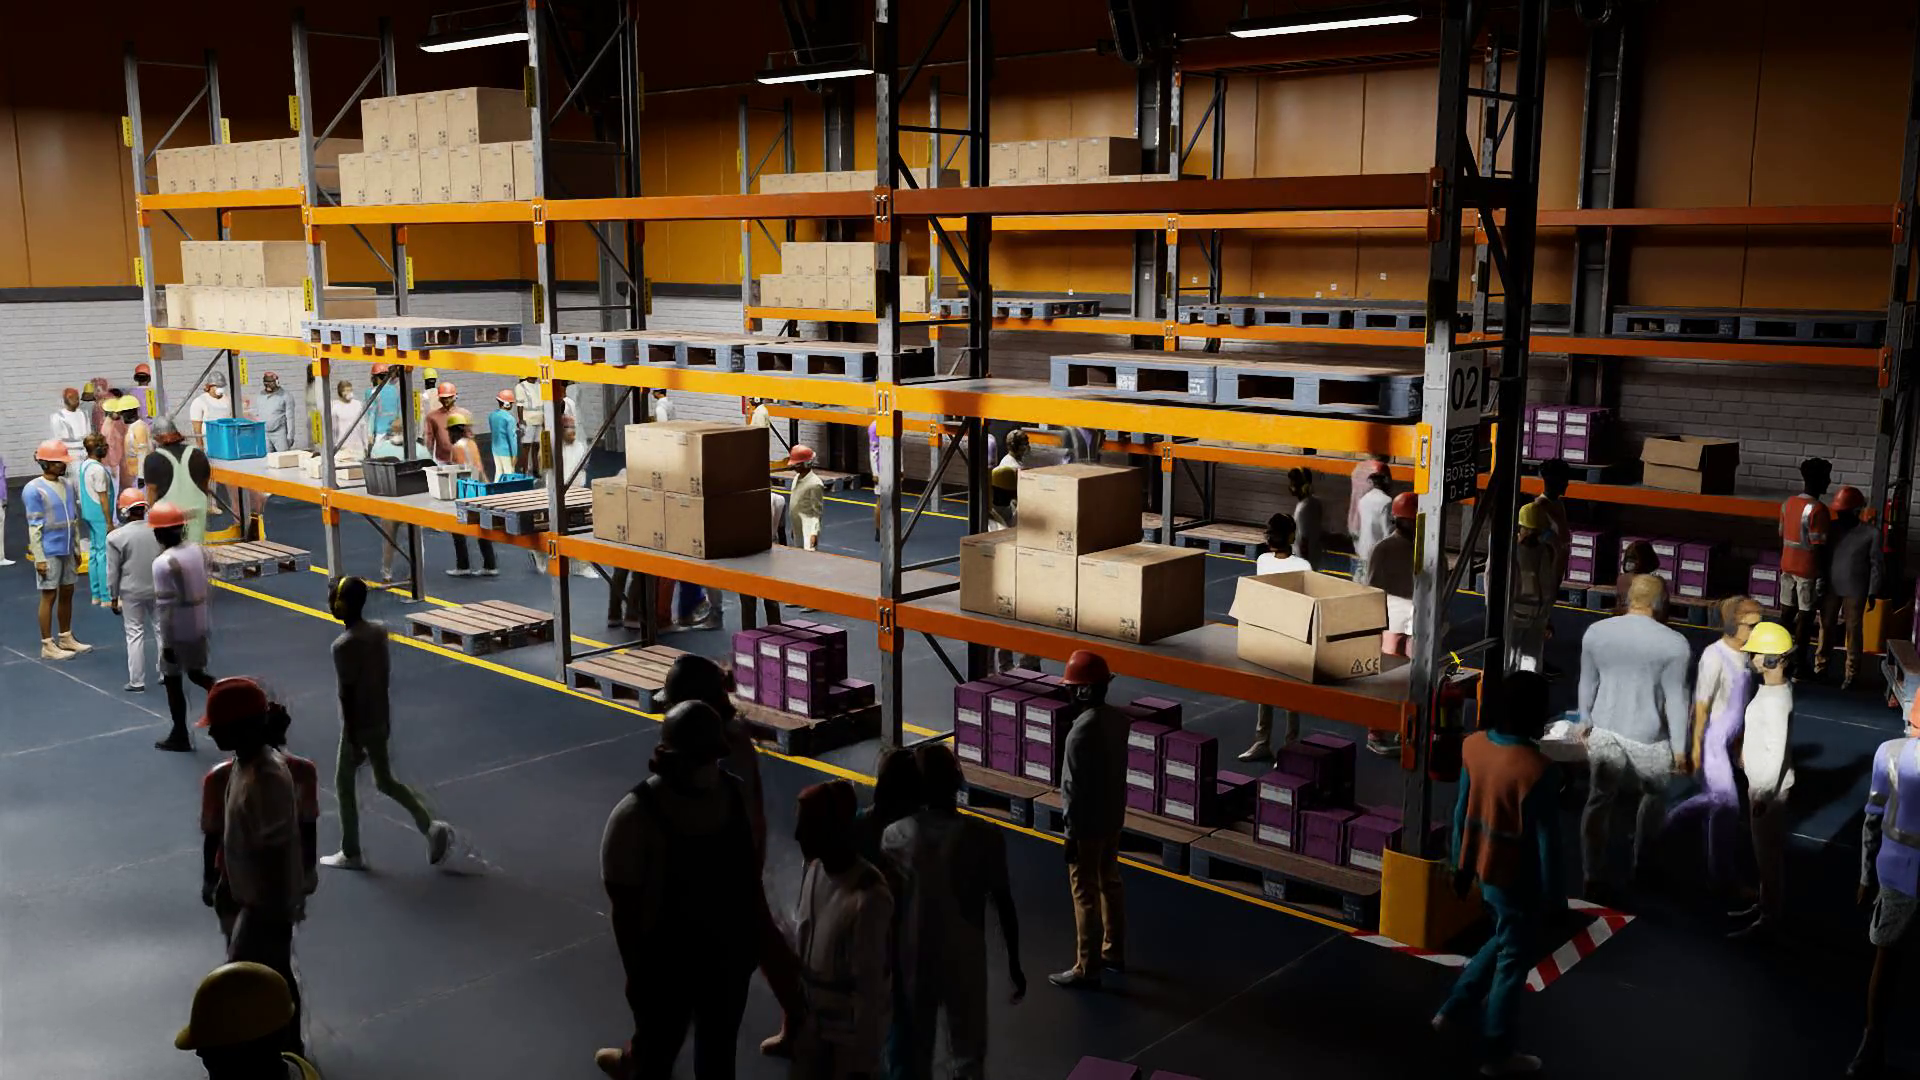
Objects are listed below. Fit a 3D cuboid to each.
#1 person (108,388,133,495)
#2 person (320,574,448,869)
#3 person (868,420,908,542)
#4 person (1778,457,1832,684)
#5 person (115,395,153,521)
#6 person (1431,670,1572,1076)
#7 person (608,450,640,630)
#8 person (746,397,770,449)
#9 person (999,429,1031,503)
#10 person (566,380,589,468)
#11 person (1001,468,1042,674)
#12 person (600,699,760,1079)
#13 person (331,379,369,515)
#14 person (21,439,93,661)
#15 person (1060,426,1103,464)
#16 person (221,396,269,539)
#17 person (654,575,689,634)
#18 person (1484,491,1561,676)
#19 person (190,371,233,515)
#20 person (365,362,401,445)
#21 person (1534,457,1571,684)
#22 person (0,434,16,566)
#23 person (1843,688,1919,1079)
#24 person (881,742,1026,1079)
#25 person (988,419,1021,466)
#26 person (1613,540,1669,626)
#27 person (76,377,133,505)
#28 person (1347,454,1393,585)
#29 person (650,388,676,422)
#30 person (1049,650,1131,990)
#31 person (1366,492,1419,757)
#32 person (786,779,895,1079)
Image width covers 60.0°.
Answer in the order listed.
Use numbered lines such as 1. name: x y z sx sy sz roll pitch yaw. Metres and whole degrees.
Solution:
1. person: -12.591 -1.450 24.937 0.615 1.661 0.564 -5 11 -25
2. person: -3.512 1.108 9.995 0.769 1.843 0.526 4 11 20
3. person: -0.905 -0.914 21.199 0.392 1.925 0.550 9 13 40
4. person: 7.348 0.257 14.449 0.368 1.966 0.603 -1 10 -5
5. person: -10.357 -0.865 20.952 0.395 1.913 0.592 -7 12 -33
6. person: 2.490 1.517 7.502 0.444 1.903 0.593 -3 10 -14
7. person: -3.259 -0.048 16.386 0.427 1.893 0.633 -5 11 -24
8. person: -2.957 -1.386 24.383 0.354 1.740 0.575 -2 10 -8
9. person: 0.541 -0.165 16.914 0.355 1.937 0.635 0 10 1
10. person: -6.621 -2.076 28.426 0.510 1.682 0.876 -7 12 -34
11. person: 0.555 0.300 14.458 0.359 1.880 0.575 3 10 15
12. person: -1.048 1.604 6.619 0.537 2.000 0.684 10 14 44
13. person: -8.691 -1.321 23.520 0.768 1.916 0.636 5 11 28
14. person: -8.250 0.089 15.230 0.404 2.035 0.602 2 10 10
15. person: 1.473 -0.702 19.731 0.627 2.022 0.641 -5 11 -28
16. person: -9.149 -0.908 21.273 0.693 1.876 0.510 -10 14 -44
17. person: -2.903 -0.027 16.230 0.405 1.908 0.601 -7 12 -36
18. person: 4.489 0.512 13.402 0.432 1.836 0.618 -9 13 -40
19. person: -10.455 -1.384 23.515 0.535 2.000 0.681 8 13 39
20. person: -8.683 -1.660 25.068 0.394 2.044 0.609 7 12 36
21. person: 5.100 0.254 14.461 0.361 1.965 0.613 7 12 34
22. person: -11.446 -0.497 19.662 0.520 1.631 0.324 5 11 26
23. person: 4.273 1.530 7.363 0.543 1.928 0.373 8 13 39
24. person: -0.050 1.715 6.672 0.619 1.804 0.656 3 10 15
25. person: 0.486 -0.946 21.217 0.607 1.987 0.417 5 11 25
26. person: 5.021 0.804 12.324 0.288 1.625 0.518 -4 11 -19
27. person: -12.527 -1.429 24.251 0.874 1.872 0.655 0 10 -2
28. person: 4.076 -0.079 16.469 0.436 1.931 0.666 -3 11 -19
29. person: -4.180 -1.329 23.476 0.403 1.943 0.607 0 10 2
30. person: 0.659 1.416 8.525 0.348 1.743 0.568 6 12 30
31. person: 3.284 0.622 12.348 0.637 1.986 0.414 -5 11 -27
32. person: -0.444 1.782 6.093 0.399 1.875 0.593 -7 12 -36
